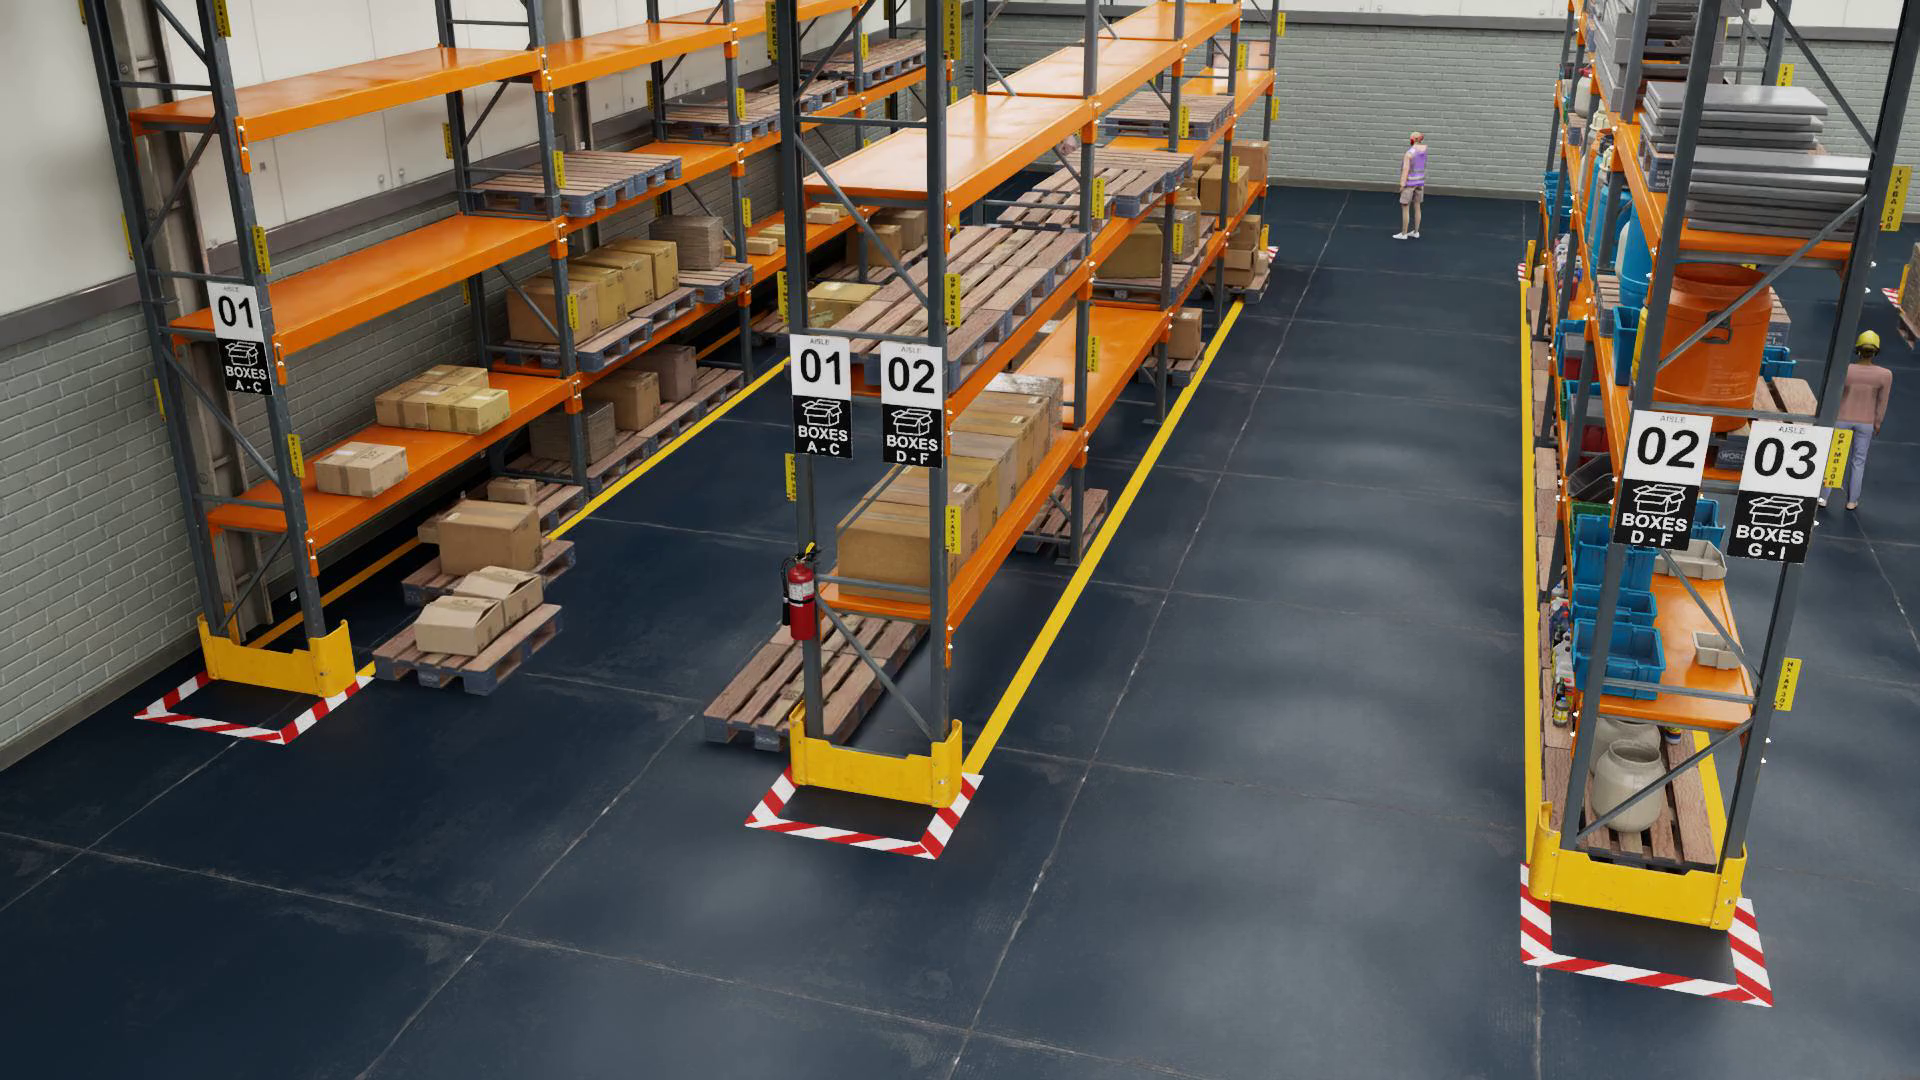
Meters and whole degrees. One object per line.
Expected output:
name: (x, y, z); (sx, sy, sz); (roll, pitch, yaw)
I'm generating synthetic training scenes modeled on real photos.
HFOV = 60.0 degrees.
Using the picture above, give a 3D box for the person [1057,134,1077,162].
person: (1.733, -5.905, 26.931); (0.328, 1.800, 0.540); (3, 23, 7)

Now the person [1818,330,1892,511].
person: (8.550, -1.141, 15.931); (0.522, 1.766, 0.313); (9, 25, 19)

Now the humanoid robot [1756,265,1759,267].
humanoid robot: (11.675, -4.743, 24.392); (0.611, 1.651, 0.374); (-19, 30, -38)

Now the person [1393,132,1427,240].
person: (7.181, -5.621, 26.417); (0.489, 1.688, 0.351); (-14, 27, -29)
